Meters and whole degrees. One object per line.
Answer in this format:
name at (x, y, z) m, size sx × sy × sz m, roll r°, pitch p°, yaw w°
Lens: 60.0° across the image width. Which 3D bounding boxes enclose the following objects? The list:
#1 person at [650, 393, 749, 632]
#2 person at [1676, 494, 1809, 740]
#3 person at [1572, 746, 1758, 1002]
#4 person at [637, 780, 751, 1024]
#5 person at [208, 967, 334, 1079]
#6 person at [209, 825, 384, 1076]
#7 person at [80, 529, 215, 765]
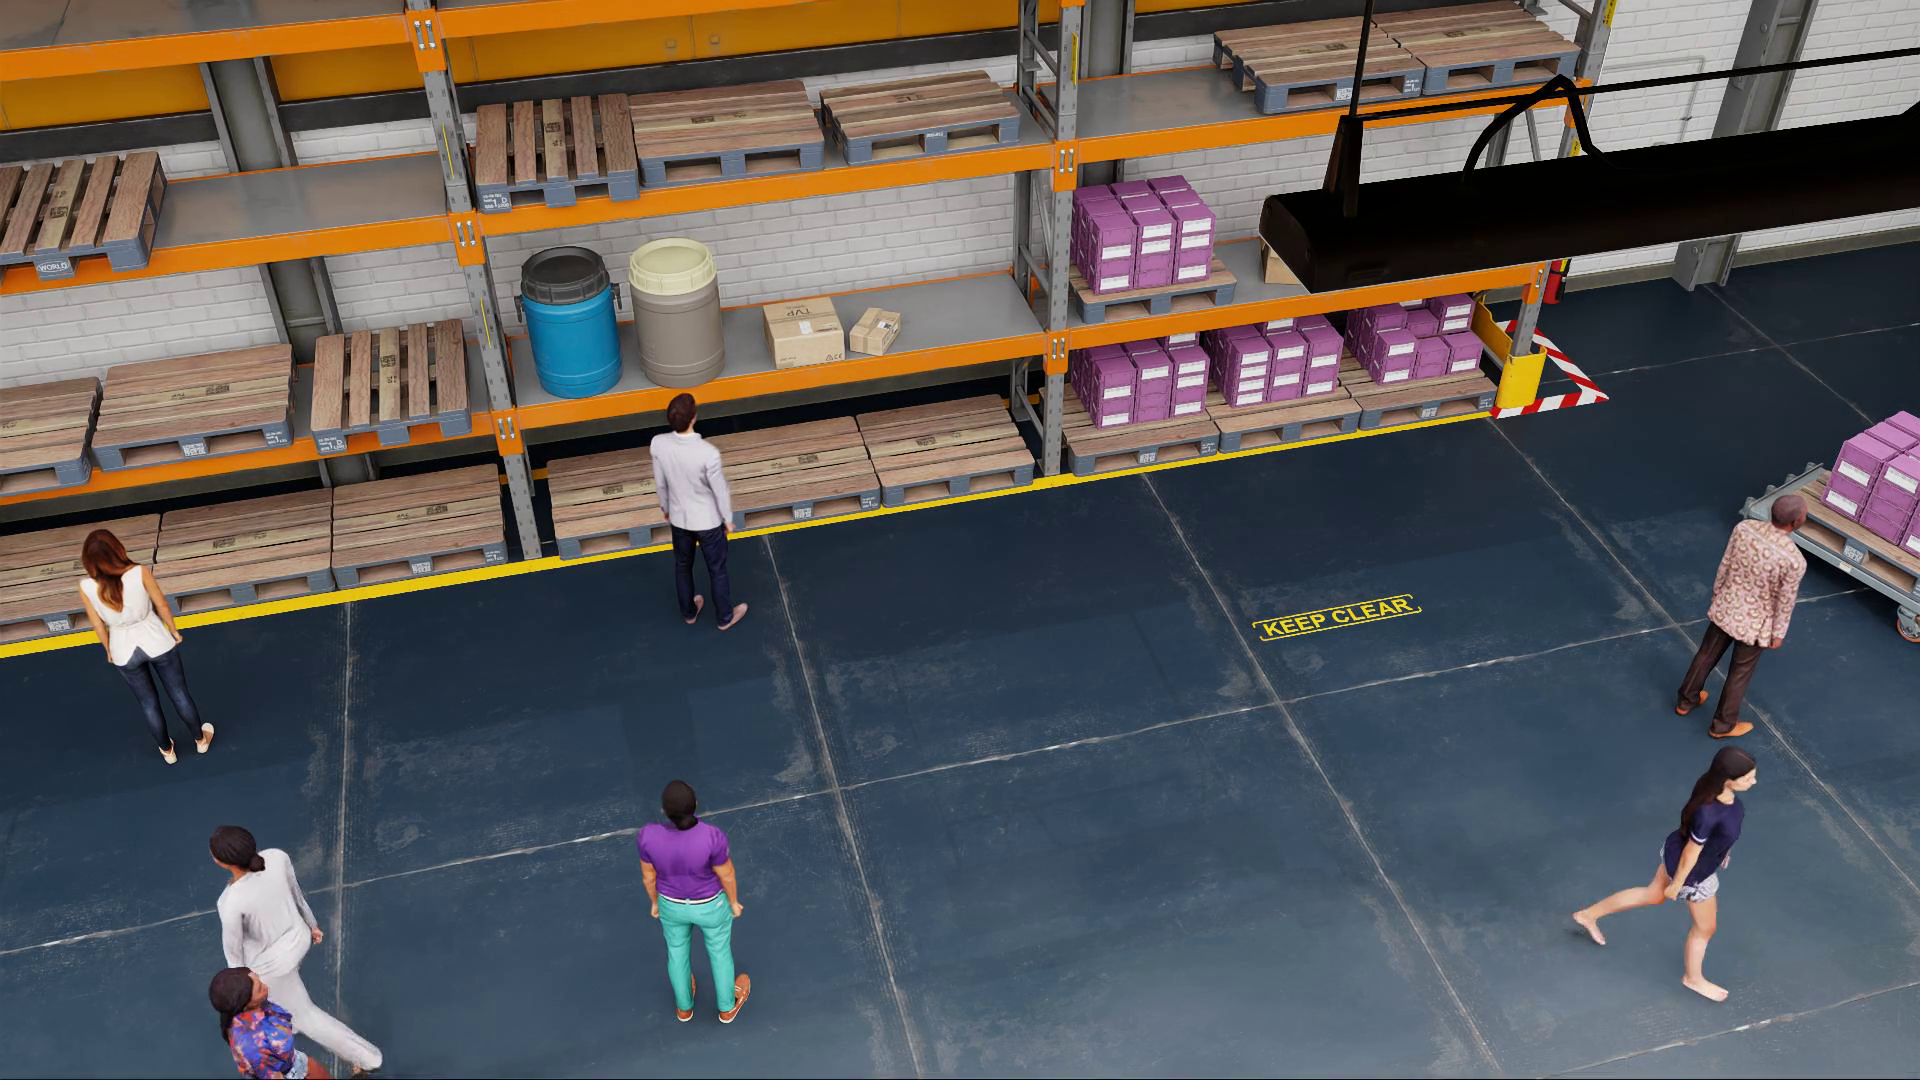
person at (-1.776, -0.175, 11.140) m, size 0.727 × 1.853 × 0.830 m, roll 13°, pitch 40°, yaw 15°
person at (4.900, 0.461, 10.381) m, size 0.666 × 1.808 × 0.738 m, roll -19°, pitch 42°, yaw -22°
person at (3.810, 1.704, 8.888) m, size 1.137 × 1.727 × 1.029 m, roll 16°, pitch 41°, yaw 19°
person at (-1.390, 1.880, 8.636) m, size 0.606 × 1.766 × 0.757 m, roll 2°, pitch 39°, yaw 2°
person at (-3.271, 2.587, 7.790) m, size 0.905 × 1.719 × 0.660 m, roll -14°, pitch 41°, yaw -16°
person at (-3.380, 2.107, 8.401) m, size 1.210 × 1.706 × 1.016 m, roll 10°, pitch 40°, yaw 13°
person at (-4.982, 0.663, 10.146) m, size 0.512 × 1.785 × 0.675 m, roll -16°, pitch 41°, yaw -19°
